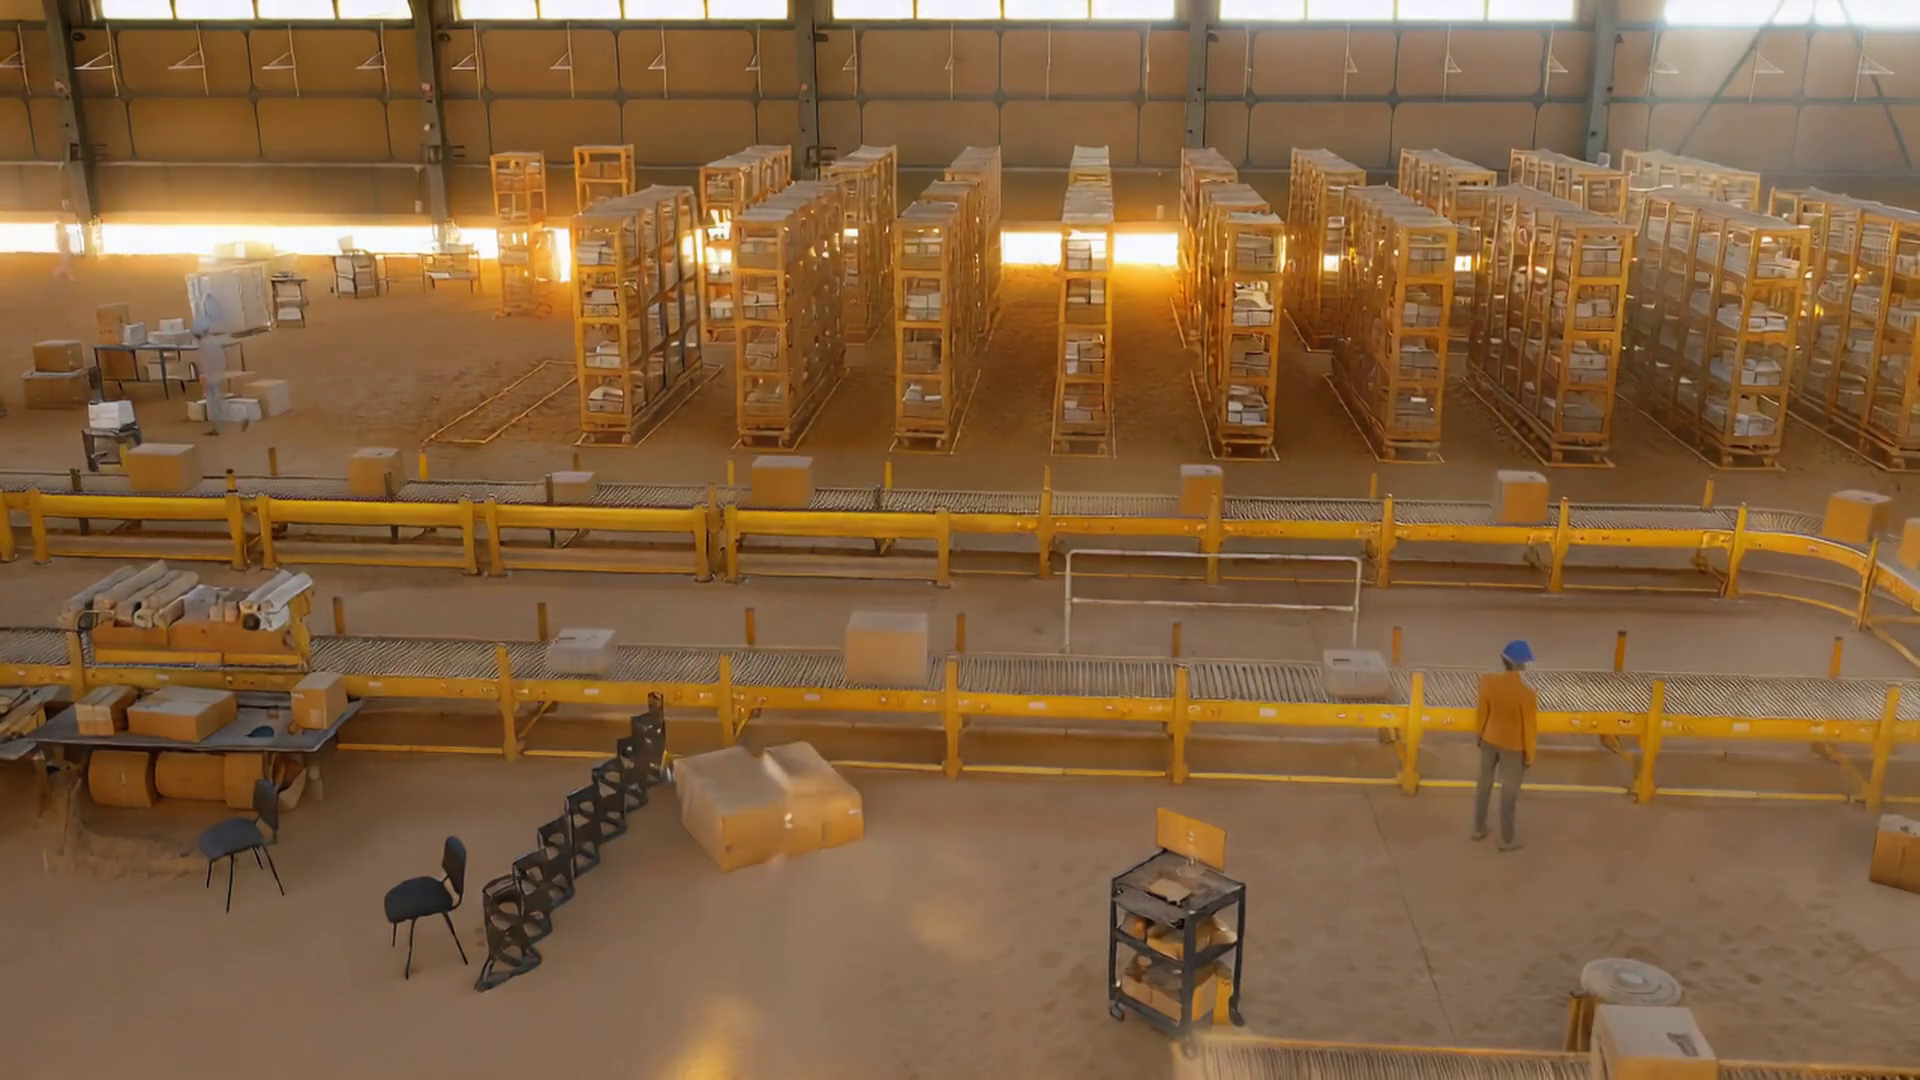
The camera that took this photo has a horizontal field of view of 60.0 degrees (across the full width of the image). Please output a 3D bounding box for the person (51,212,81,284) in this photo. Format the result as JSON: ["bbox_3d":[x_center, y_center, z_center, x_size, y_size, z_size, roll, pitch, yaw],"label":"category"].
[{"bbox_3d":[-22.616,-7.349,41.891,0.537,1.824,0.639,-7,19,-22],"label":"person"}]

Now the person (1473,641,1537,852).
[{"bbox_3d":[4.415,1.653,13.439,0.327,1.761,0.522,-13,22,-35],"label":"person"}]

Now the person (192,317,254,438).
[{"bbox_3d":[-11.799,-2.591,26.587,0.740,1.955,0.634,-3,18,-10],"label":"person"}]
